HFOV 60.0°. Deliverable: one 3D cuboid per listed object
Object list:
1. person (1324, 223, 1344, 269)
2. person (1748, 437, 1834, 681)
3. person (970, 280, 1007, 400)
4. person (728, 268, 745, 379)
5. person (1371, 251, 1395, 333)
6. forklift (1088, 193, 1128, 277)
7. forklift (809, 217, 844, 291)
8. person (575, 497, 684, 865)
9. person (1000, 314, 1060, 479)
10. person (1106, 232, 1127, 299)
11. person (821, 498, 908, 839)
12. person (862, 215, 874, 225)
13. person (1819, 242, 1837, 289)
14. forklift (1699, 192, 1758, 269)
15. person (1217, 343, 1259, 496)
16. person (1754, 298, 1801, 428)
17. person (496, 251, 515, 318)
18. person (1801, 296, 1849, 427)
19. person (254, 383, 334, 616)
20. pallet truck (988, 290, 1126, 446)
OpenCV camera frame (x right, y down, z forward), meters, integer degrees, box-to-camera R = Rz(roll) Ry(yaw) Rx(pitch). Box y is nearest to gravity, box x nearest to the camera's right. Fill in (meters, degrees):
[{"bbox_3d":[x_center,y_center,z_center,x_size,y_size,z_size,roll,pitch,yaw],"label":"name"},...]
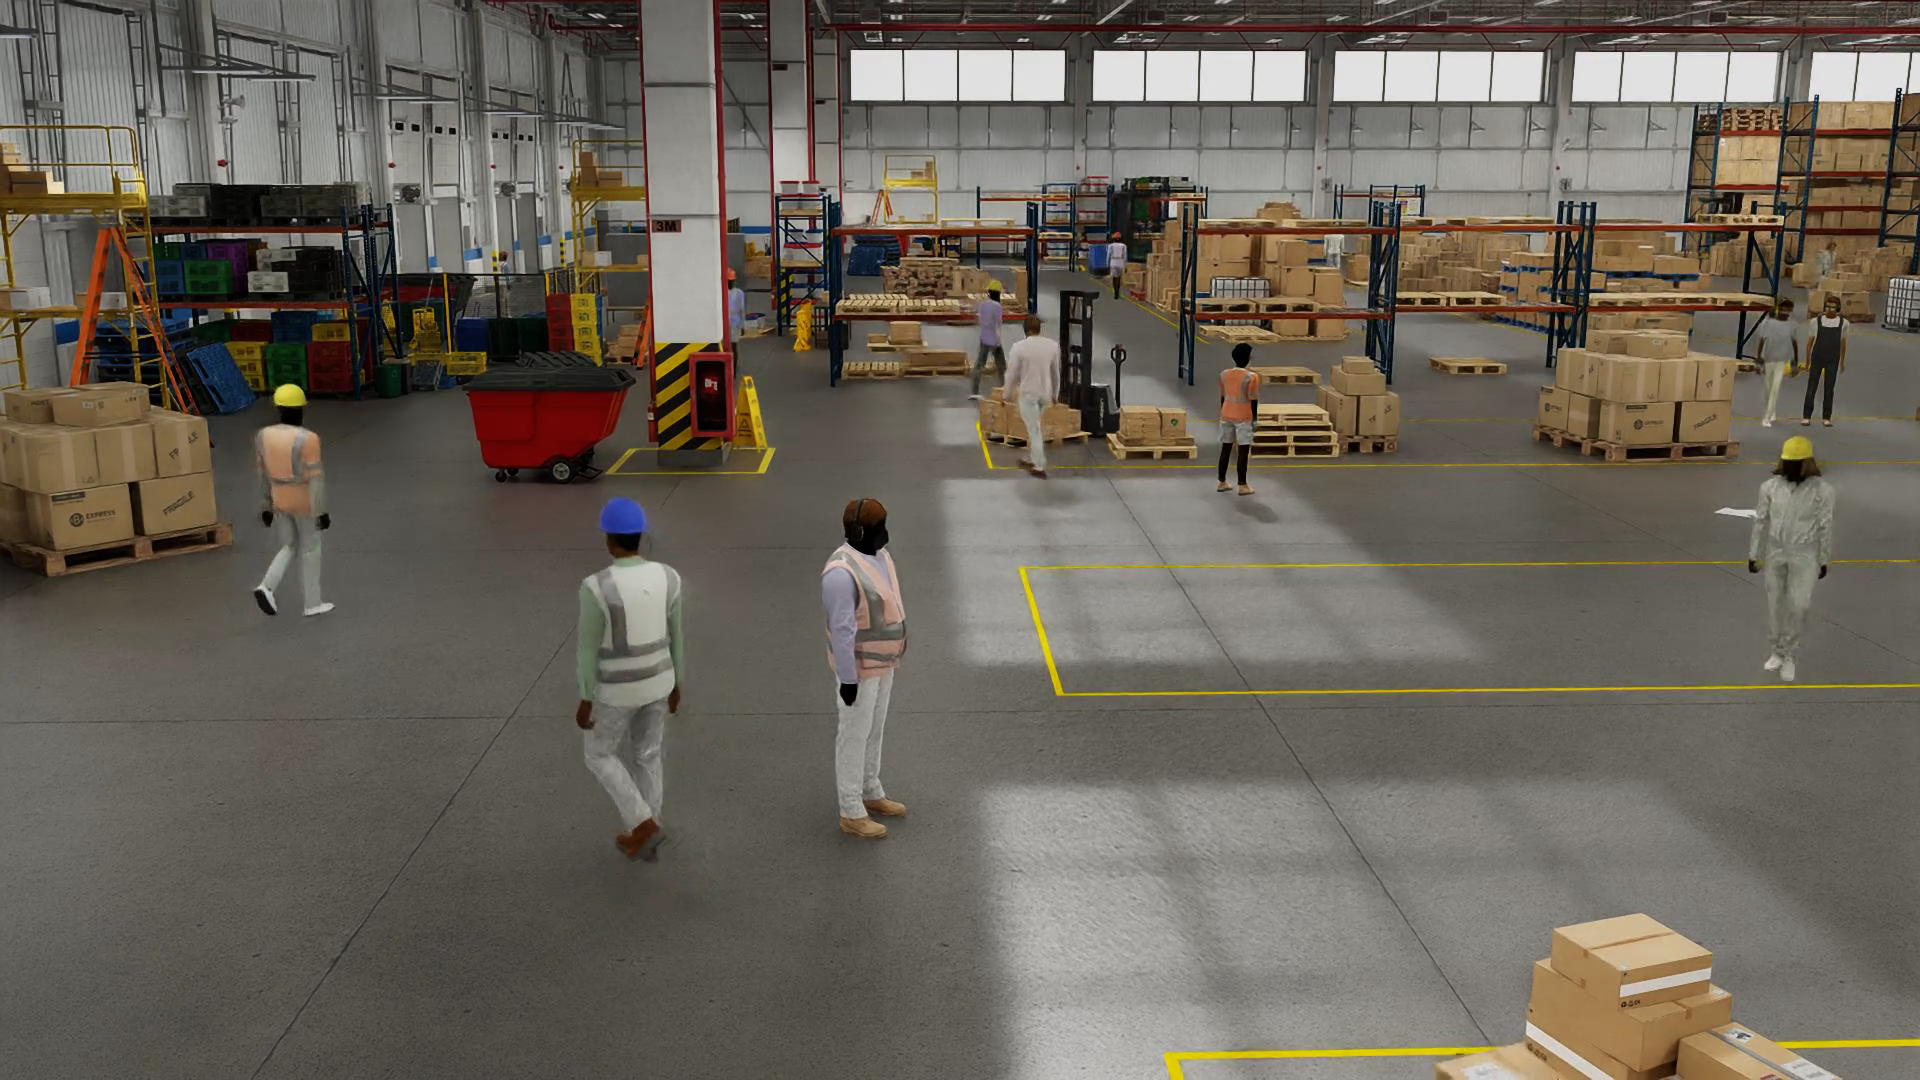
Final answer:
[{"bbox_3d":[11.887,-9.091,52.922,0.627,1.934,0.370,1,13,6],"label":"person"},{"bbox_3d":[5.857,0.127,11.784,0.507,1.719,0.655,10,16,39],"label":"person"},{"bbox_3d":[0.527,-3.152,26.239,0.986,1.874,0.606,-10,16,-39],"label":"person"},{"bbox_3d":[-3.986,-3.689,28.559,0.575,1.916,0.735,1,13,6],"label":"person"},{"bbox_3d":[9.520,-5.623,37.512,0.577,1.845,0.994,-1,13,-4],"label":"person"},{"bbox_3d":[5.431,-10.447,56.891,1.873,2.768,1.129,-2,13,-9],"label":"forklift"},{"bbox_3d":[-4.375,-8.619,48.637,1.873,2.768,1.129,0,12,-2],"label":"forklift"},{"bbox_3d":[-1.674,0.743,8.518,0.477,1.932,0.637,11,17,41],"label":"person"},{"bbox_3d":[0.803,-1.711,19.658,0.648,1.898,0.905,-8,15,-32],"label":"person"},{"bbox_3d":[4.433,-7.772,47.082,0.560,1.892,0.983,-1,13,-3],"label":"person"},{"bbox_3d":[-0.501,0.678,9.023,0.429,1.843,0.633,4,13,18],"label":"person"},{"bbox_3d":[-3.589,-11.711,64.867,0.648,1.889,1.014,7,14,29],"label":"person"},{"bbox_3d":[24.075,-7.431,46.141,0.533,1.627,0.395,-3,13,-14],"label":"person"},{"bbox_3d":[27.947,-11.204,60.305,1.873,2.768,1.129,0,12,-2],"label":"forklift"},{"bbox_3d":[3.096,-1.347,18.520,0.321,1.692,0.534,-11,17,-42],"label":"person"},{"bbox_3d":[11.589,-2.537,23.607,0.564,1.826,0.868,7,14,28],"label":"person"},{"bbox_3d":[-11.204,-6.261,40.838,0.319,1.631,0.525,-10,16,-39],"label":"person"},{"bbox_3d":[12.195,-2.514,23.440,0.506,1.841,0.344,5,13,21],"label":"person"},{"bbox_3d":[-5.333,-0.290,13.244,0.592,1.910,0.611,5,13,20],"label":"person"},{"bbox_3d":[1.257,-2.299,22.111,1.885,1.965,0.823,-9,15,-35],"label":"pallet truck"}]
